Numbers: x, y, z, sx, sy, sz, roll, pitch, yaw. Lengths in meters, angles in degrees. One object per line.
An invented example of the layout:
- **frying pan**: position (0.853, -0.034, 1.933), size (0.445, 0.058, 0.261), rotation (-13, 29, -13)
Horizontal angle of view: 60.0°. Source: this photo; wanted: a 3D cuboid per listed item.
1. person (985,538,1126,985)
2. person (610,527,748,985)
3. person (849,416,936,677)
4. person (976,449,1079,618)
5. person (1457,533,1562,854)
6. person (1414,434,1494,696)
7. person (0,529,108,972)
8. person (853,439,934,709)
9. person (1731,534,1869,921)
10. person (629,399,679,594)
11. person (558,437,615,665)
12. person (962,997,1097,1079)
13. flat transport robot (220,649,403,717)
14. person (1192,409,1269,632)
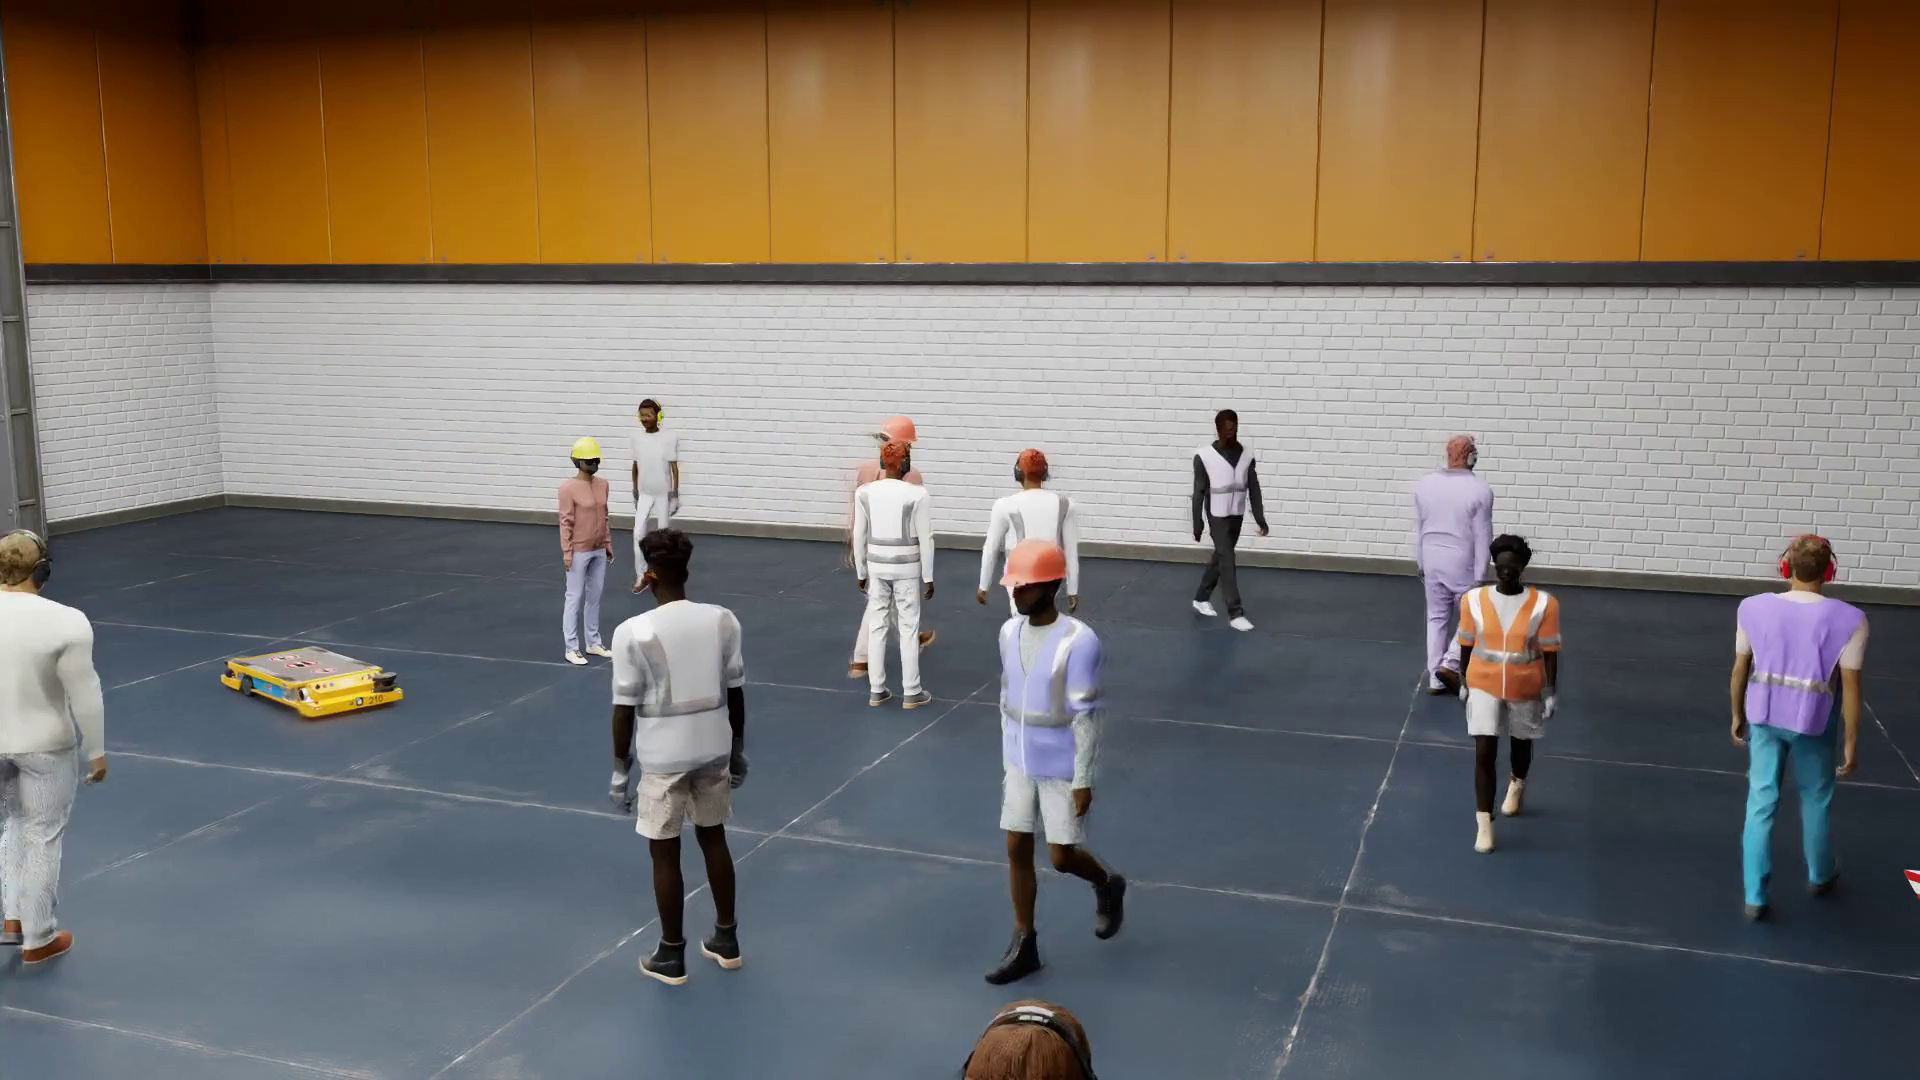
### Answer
- **person**: position (0.418, 0.928, 7.175), size (0.549, 1.924, 0.683), rotation (9, 13, 43)
- **person**: position (-1.216, 0.916, 7.194), size (0.627, 1.948, 0.436), rotation (-8, 12, -40)
- **person**: position (-0.472, 0.031, 12.674), size (1.036, 1.934, 0.608), rotation (-9, 13, -43)
- **person**: position (0.446, 0.308, 11.233), size (0.613, 1.847, 0.850), rotation (-3, 10, -19)
- **person**: position (2.941, 0.771, 8.943), size (0.533, 1.664, 0.837), rotation (4, 10, 22)
- **person**: position (3.511, 0.192, 11.832), size (0.449, 1.895, 0.644), rotation (-8, 12, -41)
- **person**: position (-4.046, 0.907, 7.273), size (0.644, 1.924, 0.484), rotation (0, 9, 2)
- **person**: position (-0.453, 0.235, 11.594), size (0.585, 1.882, 0.340), rotation (3, 10, 20)
- **person**: position (3.998, 0.865, 7.926), size (0.594, 1.807, 0.858), rotation (7, 12, 38)
- **person**: position (-2.890, -0.406, 15.698), size (0.515, 1.848, 0.665), rotation (1, 9, 6)
- **person**: position (-2.885, 0.078, 12.935), size (0.327, 1.767, 0.533), rotation (5, 11, 30)
- **person**: position (0.117, 1.673, 2.836), size (0.640, 1.840, 0.429), rotation (2, 9, 11)
- **flat transport robot**: position (-4.652, 0.992, 11.890), size (1.431, 0.197, 0.652), rotation (8, 12, 42)
- **person**: position (2.285, -0.203, 14.372), size (0.606, 1.875, 0.989), rotation (-5, 10, -29)
